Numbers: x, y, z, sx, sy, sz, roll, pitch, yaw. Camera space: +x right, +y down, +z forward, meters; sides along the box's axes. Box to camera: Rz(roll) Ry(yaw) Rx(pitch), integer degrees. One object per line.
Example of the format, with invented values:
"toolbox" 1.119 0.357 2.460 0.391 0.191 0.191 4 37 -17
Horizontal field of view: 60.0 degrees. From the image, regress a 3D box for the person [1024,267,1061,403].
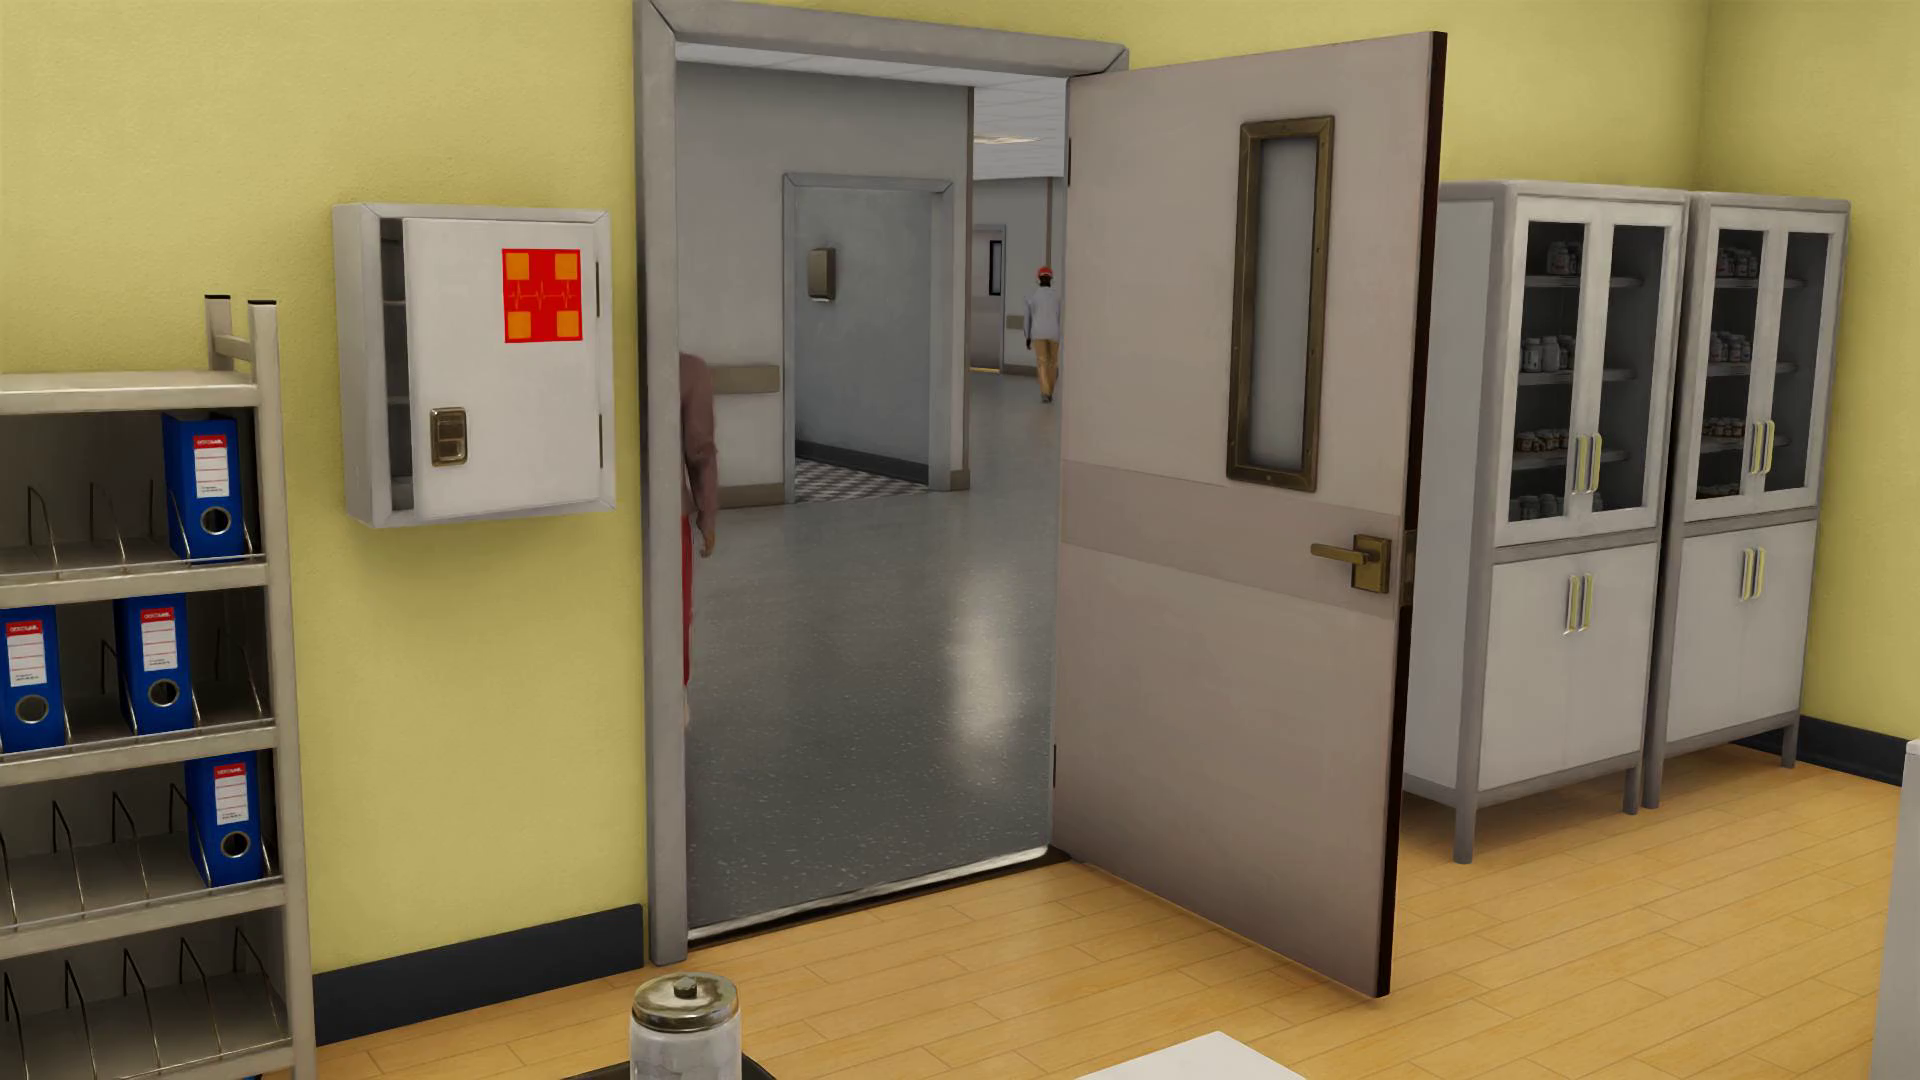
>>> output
"person" 1.106 -2.569 20.860 0.616 1.702 0.859 0 10 -3
